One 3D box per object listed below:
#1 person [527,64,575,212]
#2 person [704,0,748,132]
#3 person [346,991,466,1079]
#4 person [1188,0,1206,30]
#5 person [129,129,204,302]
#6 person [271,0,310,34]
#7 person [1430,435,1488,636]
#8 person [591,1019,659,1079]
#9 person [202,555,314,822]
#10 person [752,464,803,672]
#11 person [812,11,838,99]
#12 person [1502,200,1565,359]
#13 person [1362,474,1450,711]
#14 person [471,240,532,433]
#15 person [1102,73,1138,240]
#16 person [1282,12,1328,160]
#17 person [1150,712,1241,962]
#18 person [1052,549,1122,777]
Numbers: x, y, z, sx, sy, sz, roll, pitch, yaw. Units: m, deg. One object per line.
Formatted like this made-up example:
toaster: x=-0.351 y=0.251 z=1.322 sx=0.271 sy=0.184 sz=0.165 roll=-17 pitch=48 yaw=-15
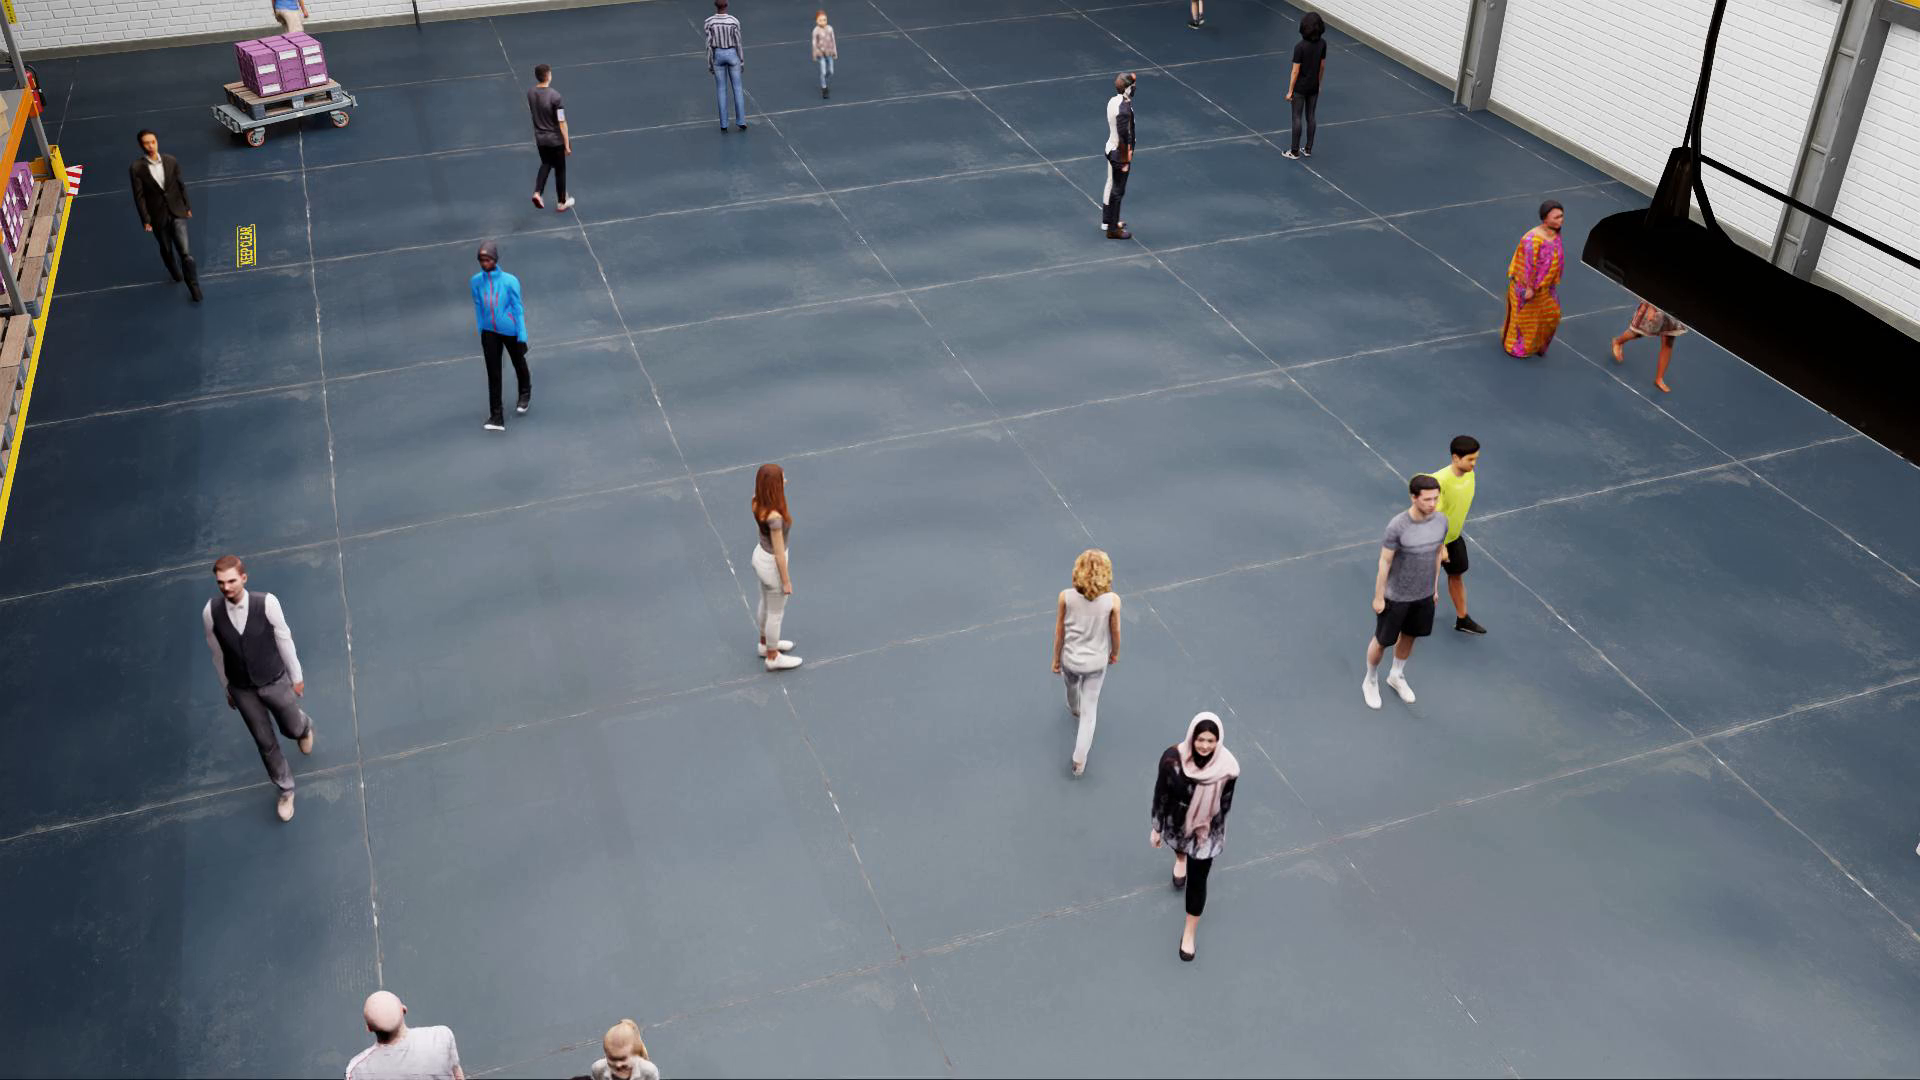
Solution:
person: x=-4.827 y=-4.630 z=19.346 sx=0.926 sy=1.754 sz=0.984 roll=15 pitch=37 yaw=22
person: x=-3.047 y=-6.220 z=21.702 sx=0.681 sy=1.795 sz=0.629 roll=-2 pitch=34 yaw=-3
person: x=-2.572 y=2.873 z=7.999 sx=0.712 sy=1.819 sz=0.899 roll=-14 pitch=36 yaw=-20
person: x=3.707 y=-8.608 z=25.614 sx=0.549 sy=1.441 sz=0.552 roll=-17 pitch=37 yaw=-24
person: x=-8.422 y=-3.461 z=17.578 sx=0.879 sy=1.766 sz=1.232 roll=-21 pitch=39 yaw=-28
person: x=-9.525 y=-7.441 z=23.500 sx=1.089 sy=1.839 sz=1.203 roll=11 pitch=35 yaw=16
person: x=3.563 y=-0.092 z=12.588 sx=0.742 sy=1.678 sz=1.026 roll=-19 pitch=38 yaw=-26
person: x=-1.650 y=2.885 z=8.494 sx=0.716 sy=1.251 sz=0.940 roll=2 pitch=34 yaw=2
person: x=-4.568 y=0.885 z=10.902 sx=0.758 sy=1.918 sz=1.034 roll=-6 pitch=34 yaw=-9
person: x=-1.385 y=0.195 z=12.120 sx=0.655 sy=1.718 sz=0.463 roll=-14 pitch=36 yaw=-21
person: x=-1.885 y=-6.760 z=23.065 sx=0.482 sy=1.184 sz=0.658 roll=-12 pitch=35 yaw=-17
person: x=5.616 y=-2.568 z=16.334 sx=0.742 sy=1.654 sz=0.820 roll=-21 pitch=39 yaw=-28
person: x=3.160 y=0.339 z=11.765 sx=0.666 sy=1.872 sz=0.545 roll=-9 pitch=35 yaw=-13
person: x=-4.161 y=-1.928 z=15.286 sx=0.922 sy=1.749 sz=1.198 roll=1 pitch=34 yaw=2
person: x=1.794 y=-4.366 z=18.825 sx=0.781 sy=1.892 sz=0.599 roll=-4 pitch=34 yaw=-7
person: x=4.353 y=-5.717 z=20.908 sx=0.639 sy=1.837 sz=0.534 roll=-13 pitch=36 yaw=-19
person: x=1.392 y=1.638 z=10.070 sx=1.019 sy=1.585 sz=1.228 roll=6 pitch=34 yaw=8
person: x=0.837 y=0.850 z=11.220 sx=0.949 sy=1.624 sz=1.157 roll=5 pitch=34 yaw=7
